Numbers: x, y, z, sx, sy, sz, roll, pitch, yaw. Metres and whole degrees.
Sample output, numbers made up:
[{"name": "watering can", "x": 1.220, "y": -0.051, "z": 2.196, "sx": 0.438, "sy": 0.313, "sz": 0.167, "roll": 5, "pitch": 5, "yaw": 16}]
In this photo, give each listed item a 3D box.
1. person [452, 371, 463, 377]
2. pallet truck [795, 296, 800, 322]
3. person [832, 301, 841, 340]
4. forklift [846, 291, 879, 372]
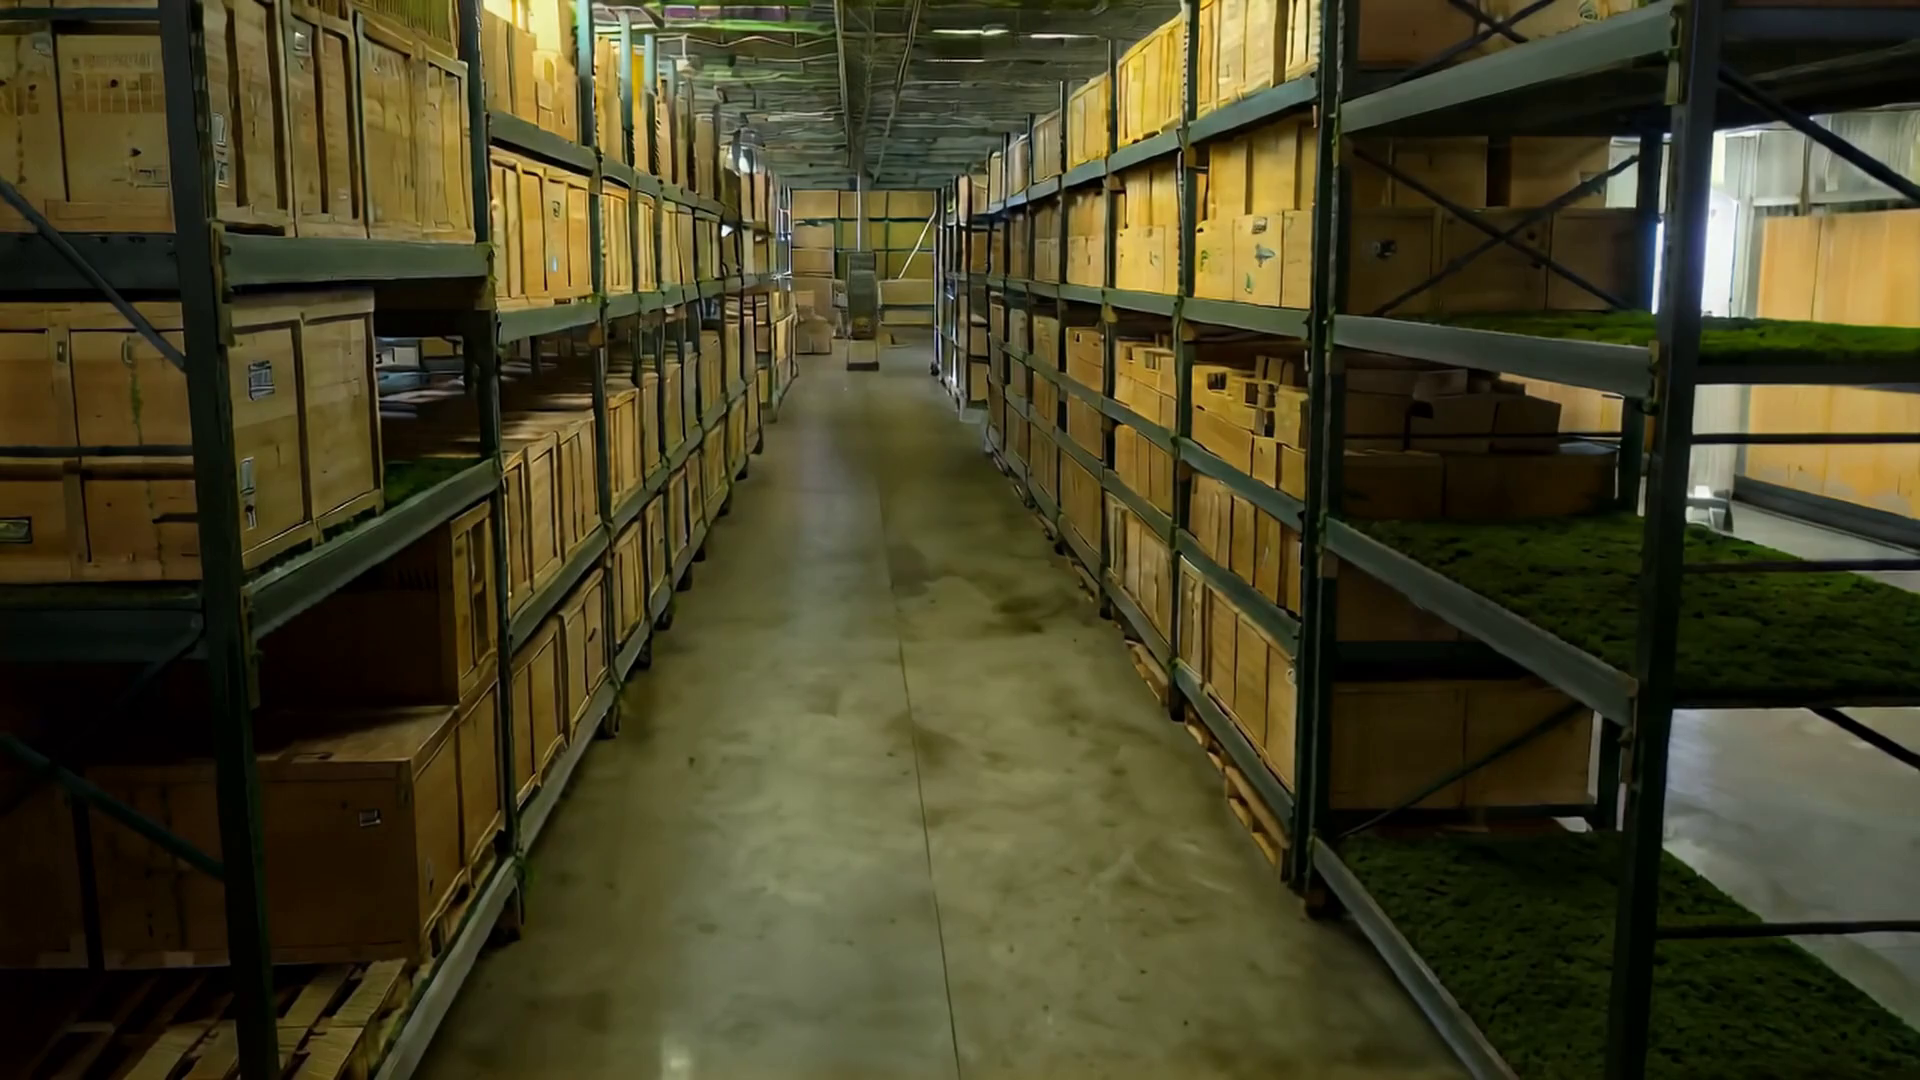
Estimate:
[{"name": "person", "x": -10.133, "y": -2.638, "z": 33.614, "sx": 0.535, "sy": 1.738, "sz": 0.611, "roll": -8, "pitch": 12, "yaw": -40}, {"name": "pallet truck", "x": -8.622, "y": -12.439, "z": 91.403, "sx": 1.885, "sy": 1.965, "sz": 0.823, "roll": 2, "pitch": 10, "yaw": 13}, {"name": "person", "x": -6.117, "y": -10.827, "z": 81.957, "sx": 0.390, "sy": 1.937, "sz": 0.634, "roll": 1, "pitch": 10, "yaw": 5}, {"name": "forklift", "x": -3.424, "y": -7.316, "z": 58.166, "sx": 1.129, "sy": 2.768, "sz": 1.873, "roll": -1, "pitch": 10, "yaw": -4}]
